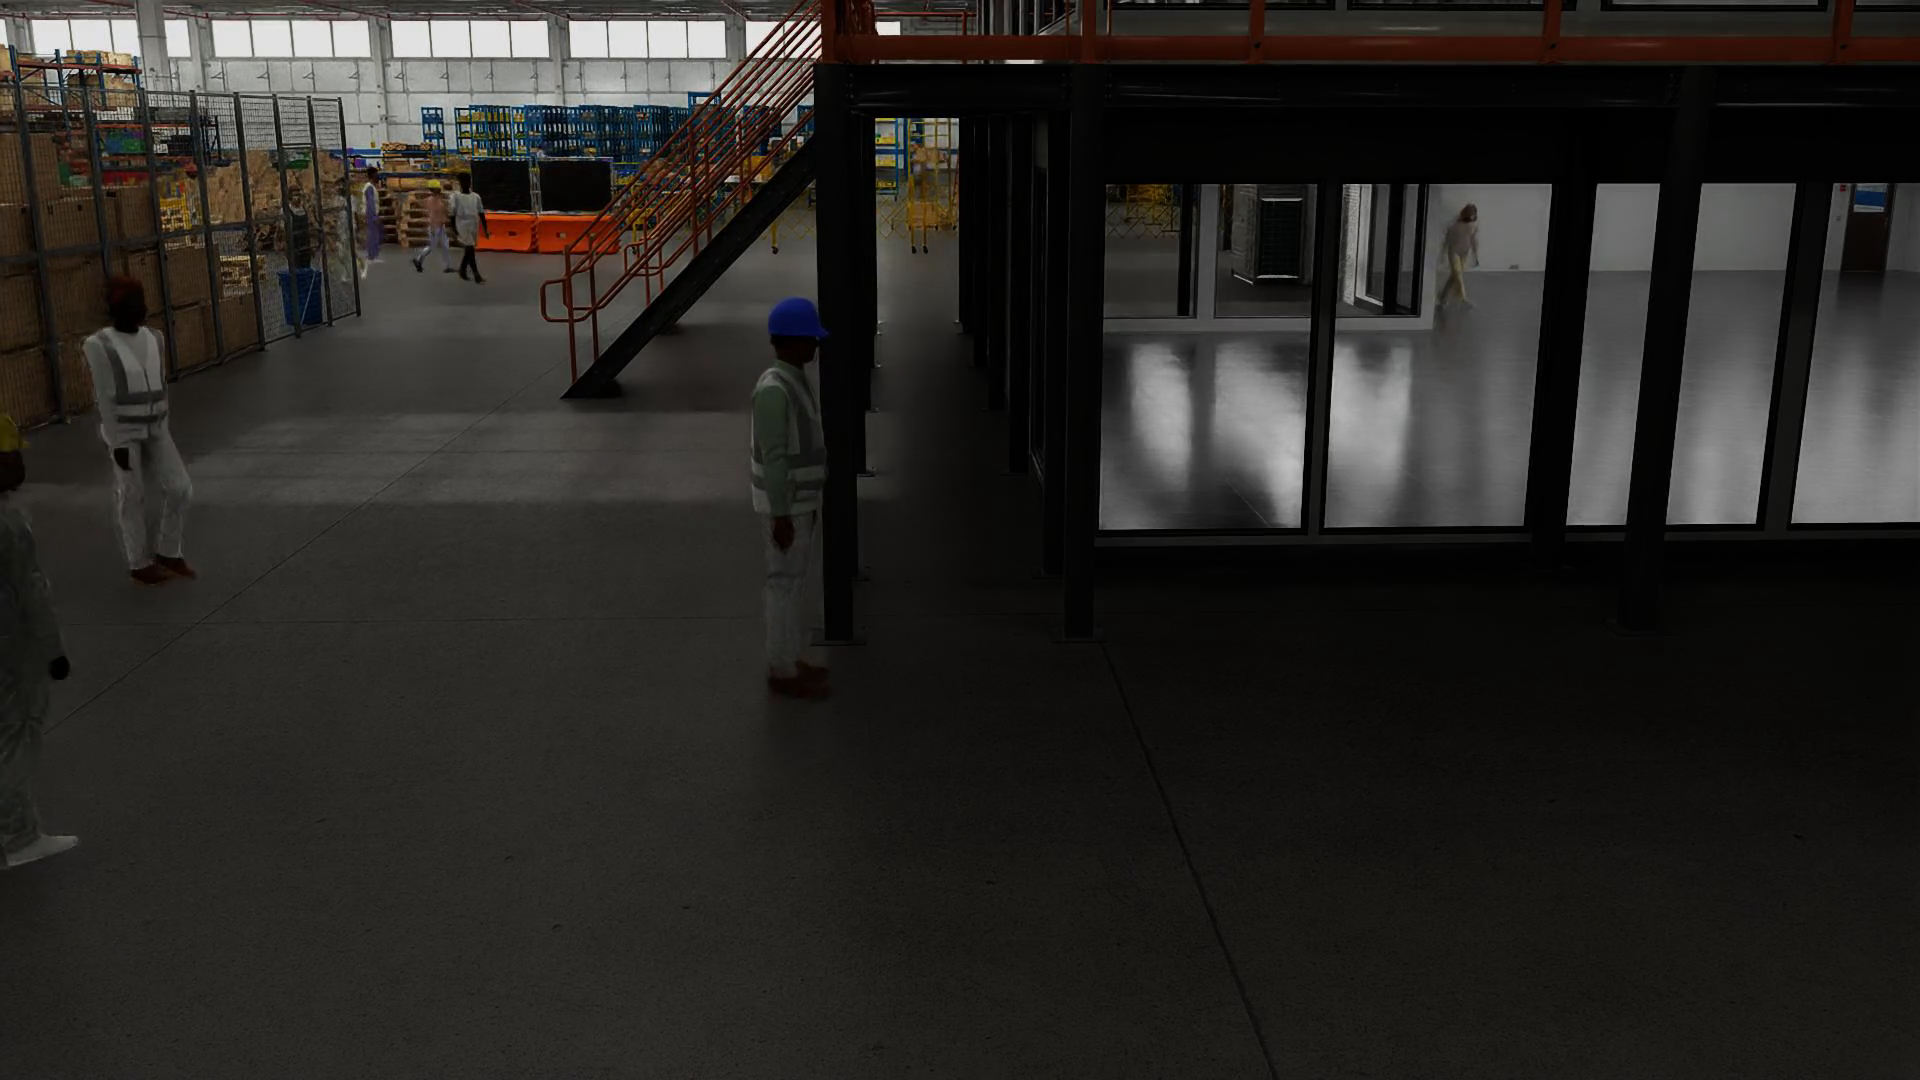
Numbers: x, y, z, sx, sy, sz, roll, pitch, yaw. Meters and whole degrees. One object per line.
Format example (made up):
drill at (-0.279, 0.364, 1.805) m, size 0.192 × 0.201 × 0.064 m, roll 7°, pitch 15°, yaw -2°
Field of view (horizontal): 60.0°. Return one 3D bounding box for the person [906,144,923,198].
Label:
person at (-1.694, -13.871, 62.559) m, size 1.029 × 1.988 × 0.628 m, roll 11°, pitch 18°, yaw 38°

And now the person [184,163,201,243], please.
person at (-16.224, -7.015, 35.279) m, size 0.361 × 1.939 × 0.543 m, roll -4°, pitch 15°, yaw -17°

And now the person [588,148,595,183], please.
person at (-15.409, -15.549, 69.742) m, size 0.327 × 1.765 × 0.529 m, roll -1°, pitch 14°, yaw -3°

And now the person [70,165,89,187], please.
person at (-24.341, -9.568, 46.111) m, size 0.522 × 1.618 × 0.425 m, roll -1°, pitch 14°, yaw -4°

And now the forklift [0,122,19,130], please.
forklift at (-37.596, -15.152, 65.892) m, size 1.129 × 2.768 × 1.873 m, roll -1°, pitch 14°, yaw -2°

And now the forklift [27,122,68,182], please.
forklift at (-35.376, -14.773, 64.377) m, size 1.129 × 2.768 × 1.873 m, roll -1°, pitch 14°, yaw -2°

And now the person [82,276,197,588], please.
person at (-4.842, -0.620, 9.861) m, size 0.505 × 1.864 × 0.579 m, roll 6°, pitch 15°, yaw 24°

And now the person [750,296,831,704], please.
person at (-0.804, -0.193, 8.000) m, size 0.407 × 1.944 × 0.612 m, roll 1°, pitch 14°, yaw 5°

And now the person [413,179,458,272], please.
person at (-9.860, -5.870, 31.116) m, size 0.755 × 1.740 × 0.532 m, roll 2°, pitch 14°, yaw 7°

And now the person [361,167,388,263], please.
person at (-11.659, -6.458, 33.128) m, size 0.496 × 1.897 × 0.610 m, roll -3°, pitch 14°, yaw -12°

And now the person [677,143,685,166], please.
person at (-14.347, -19.426, 85.138) m, size 0.636 × 1.810 × 0.604 m, roll -1°, pitch 14°, yaw -6°

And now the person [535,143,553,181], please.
person at (-18.839, -16.928, 74.955) m, size 0.883 × 1.924 × 0.614 m, roll 5°, pitch 15°, yaw 18°

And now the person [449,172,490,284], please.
person at (-8.624, -5.456, 29.089) m, size 0.971 × 1.930 × 0.620 m, roll 11°, pitch 18°, yaw 38°

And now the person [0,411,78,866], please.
person at (-3.527, 0.368, 6.192) m, size 0.505 × 1.727 × 0.397 m, roll 8°, pitch 16°, yaw 28°

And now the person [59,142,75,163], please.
person at (-40.129, -16.905, 74.788) m, size 0.625 × 1.948 × 0.878 m, roll -3°, pitch 14°, yaw -11°

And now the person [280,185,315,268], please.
person at (-9.867, -4.355, 24.837) m, size 0.330 × 1.844 × 0.520 m, roll 7°, pitch 16°, yaw 26°

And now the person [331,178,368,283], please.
person at (-10.793, -5.480, 29.371) m, size 0.513 × 1.840 × 0.843 m, roll 2°, pitch 14°, yaw 9°

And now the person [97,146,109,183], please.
person at (-40.223, -17.613, 78.001) m, size 0.556 × 1.747 × 0.485 m, roll -1°, pitch 14°, yaw -4°
